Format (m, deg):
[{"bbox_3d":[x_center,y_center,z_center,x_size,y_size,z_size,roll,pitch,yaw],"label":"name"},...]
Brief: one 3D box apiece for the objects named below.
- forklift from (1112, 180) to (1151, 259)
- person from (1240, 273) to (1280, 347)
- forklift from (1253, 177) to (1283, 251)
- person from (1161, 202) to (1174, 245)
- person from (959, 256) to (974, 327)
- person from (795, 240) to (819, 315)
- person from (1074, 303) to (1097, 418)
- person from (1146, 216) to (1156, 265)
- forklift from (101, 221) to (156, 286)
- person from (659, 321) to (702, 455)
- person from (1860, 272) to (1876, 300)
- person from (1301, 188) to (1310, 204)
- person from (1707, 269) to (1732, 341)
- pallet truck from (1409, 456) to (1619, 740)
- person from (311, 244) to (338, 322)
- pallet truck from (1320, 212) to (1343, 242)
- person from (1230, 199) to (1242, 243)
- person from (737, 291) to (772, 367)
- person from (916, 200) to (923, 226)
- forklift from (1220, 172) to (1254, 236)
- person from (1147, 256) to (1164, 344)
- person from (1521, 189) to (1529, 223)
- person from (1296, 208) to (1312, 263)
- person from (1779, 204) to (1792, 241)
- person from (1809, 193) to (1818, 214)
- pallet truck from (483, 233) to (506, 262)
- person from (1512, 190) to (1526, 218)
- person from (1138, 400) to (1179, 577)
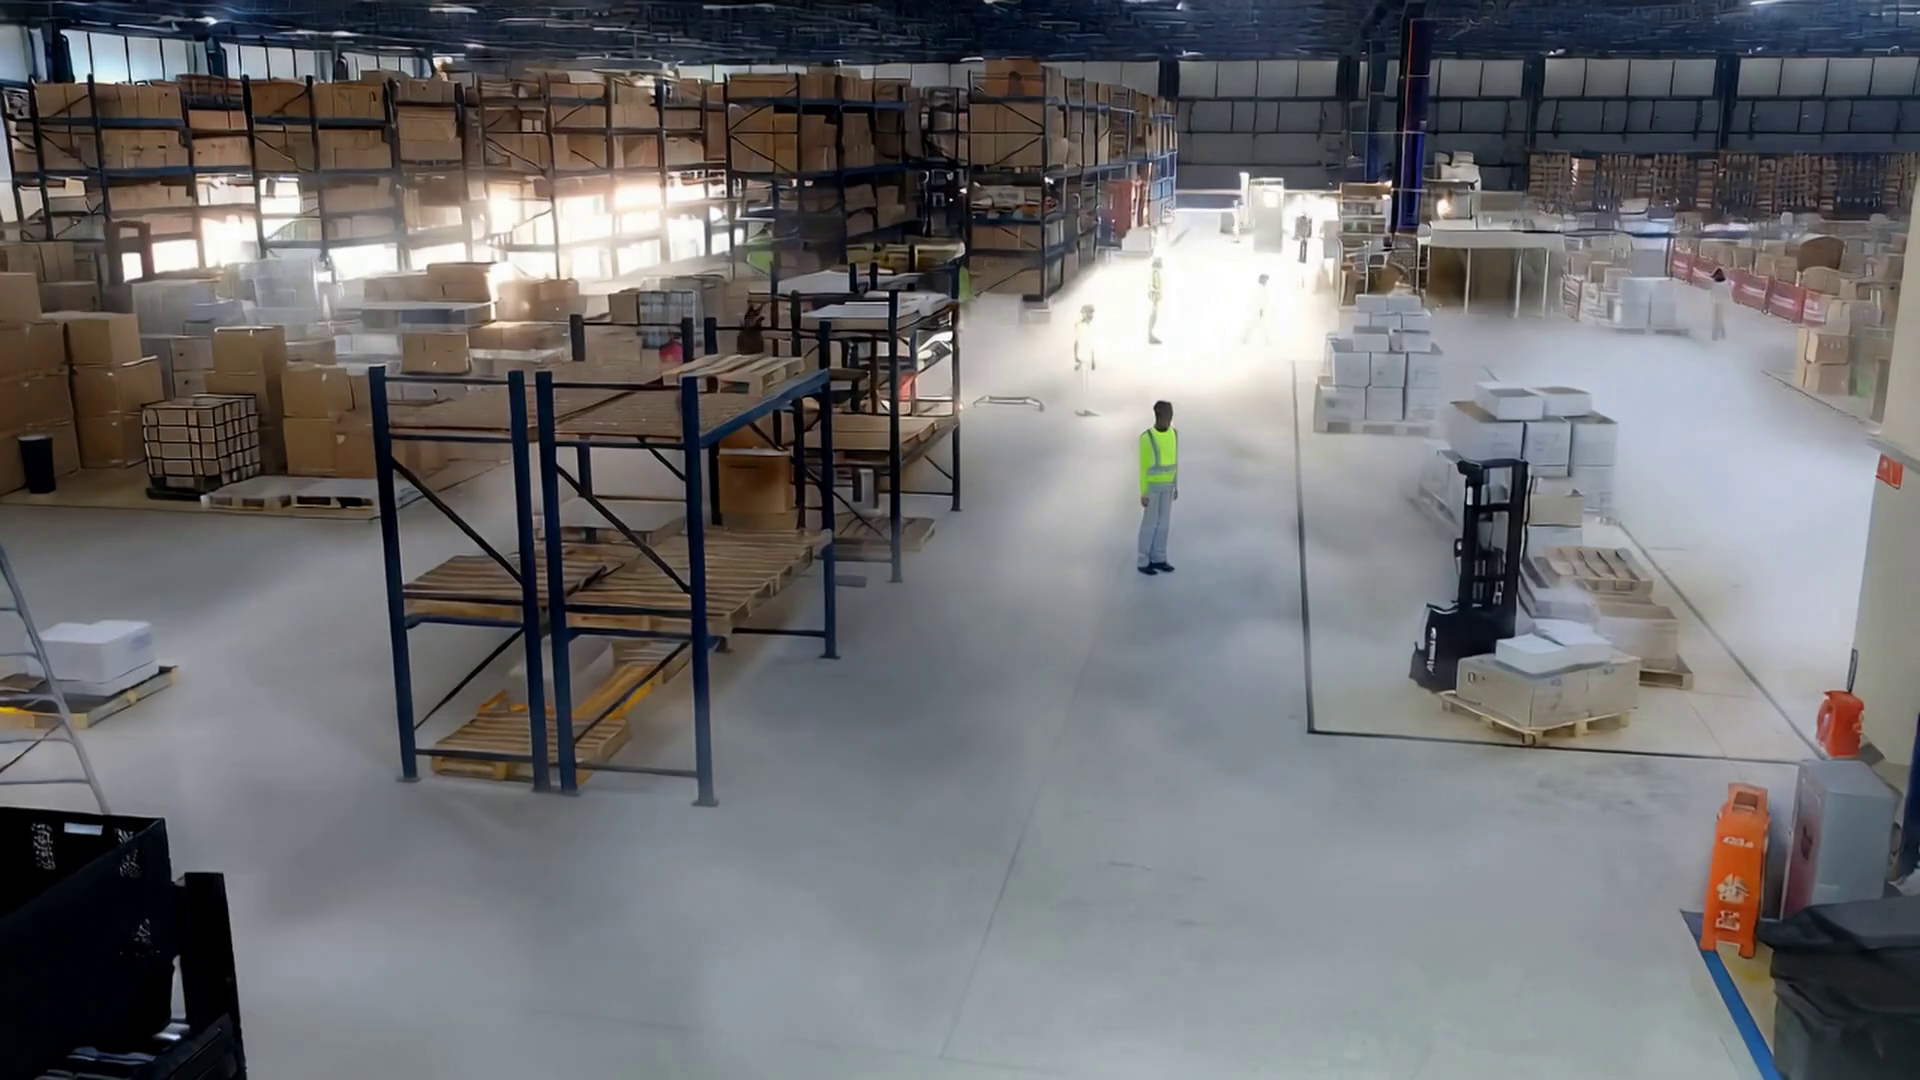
[{"bbox_3d":[6.082,-11.722,60.796,1.873,2.768,1.129,2,14,9],"label":"forklift"},{"bbox_3d":[6.513,-4.988,36.110,0.873,1.598,0.527,9,16,32],"label":"person"},{"bbox_3d":[12.083,-12.747,64.956,1.129,2.768,1.873,3,14,10],"label":"forklift"},{"bbox_3d":[8.507,-12.948,68.149,0.533,1.731,0.862,2,14,9],"label":"person"},{"bbox_3d":[0.074,-5.965,39.929,0.590,1.648,0.791,-8,16,-29],"label":"person"},{"bbox_3d":[-3.767,-6.397,41.031,0.609,1.985,0.409,-4,15,-17],"label":"person"},{"bbox_3d":[2.059,-2.940,27.209,0.316,1.875,0.531,11,18,39],"label":"person"},{"bbox_3d":[6.661,-10.423,57.961,0.319,1.696,0.532,2,14,7],"label":"person"},{"bbox_3d":[-16.772,-5.071,33.793,1.129,2.768,1.873,3,14,10],"label":"forklift"},{"bbox_3d":[-4.023,-2.200,24.076,0.634,1.937,0.355,-7,16,-28],"label":"person"},{"bbox_3d":[17.653,-4.262,32.463,0.366,1.931,0.542,13,19,43],"label":"person"},{"bbox_3d":[16.277,-15.566,78.290,0.895,1.961,0.616,-5,15,-21],"label":"person"},{"bbox_3d":[16.964,-5.251,37.165,0.527,1.607,0.446,10,17,36],"label":"person"},{"bbox_3d":[4.504,0.400,13.395,0.823,1.965,1.885,-6,15,-23],"label":"pallet truck"},{"bbox_3d":[-15.570,-6.303,40.800,0.587,1.911,0.397,-7,16,-28],"label":"person"},{"bbox_3d":[15.874,-13.227,70.310,0.680,1.201,1.601,10,17,35],"label":"pallet truck"},{"bbox_3d":[11.575,-13.378,69.683,0.403,1.827,0.600,-6,15,-24],"label":"person"},{"bbox_3d":[-3.452,-3.159,27.759,0.696,2.000,0.537,7,15,25],"label":"person"},{"bbox_3d":[-1.995,-16.492,82.118,0.550,1.928,0.378,-4,14,-15],"label":"person"},{"bbox_3d":[12.518,-14.840,73.455,1.873,2.768,1.129,3,14,10],"label":"forklift"},{"bbox_3d":[4.301,-5.277,36.570,0.357,1.937,0.550,2,14,9],"label":"person"},{"bbox_3d":[27.443,-16.174,81.059,0.520,1.812,0.608,1,14,3],"label":"person"},{"bbox_3d":[12.240,-10.829,59.142,0.558,1.917,0.408,3,14,13],"label":"person"},{"bbox_3d":[32.752,-12.423,65.936,0.325,1.769,0.524,-1,14,-5],"label":"person"},{"bbox_3d":[41.097,-15.933,80.063,0.457,1.824,0.584,5,15,18],"label":"person"},{"bbox_3d":[-11.832,-7.026,43.548,1.885,1.965,0.823,8,16,28],"label":"pallet truck"},{"bbox_3d":[26.231,-15.447,77.909,0.602,1.915,0.846,-2,14,-7],"label":"person"},{"bbox_3d":[2.089,-0.546,17.500,0.350,1.878,0.568,13,19,43],"label":"person"}]
